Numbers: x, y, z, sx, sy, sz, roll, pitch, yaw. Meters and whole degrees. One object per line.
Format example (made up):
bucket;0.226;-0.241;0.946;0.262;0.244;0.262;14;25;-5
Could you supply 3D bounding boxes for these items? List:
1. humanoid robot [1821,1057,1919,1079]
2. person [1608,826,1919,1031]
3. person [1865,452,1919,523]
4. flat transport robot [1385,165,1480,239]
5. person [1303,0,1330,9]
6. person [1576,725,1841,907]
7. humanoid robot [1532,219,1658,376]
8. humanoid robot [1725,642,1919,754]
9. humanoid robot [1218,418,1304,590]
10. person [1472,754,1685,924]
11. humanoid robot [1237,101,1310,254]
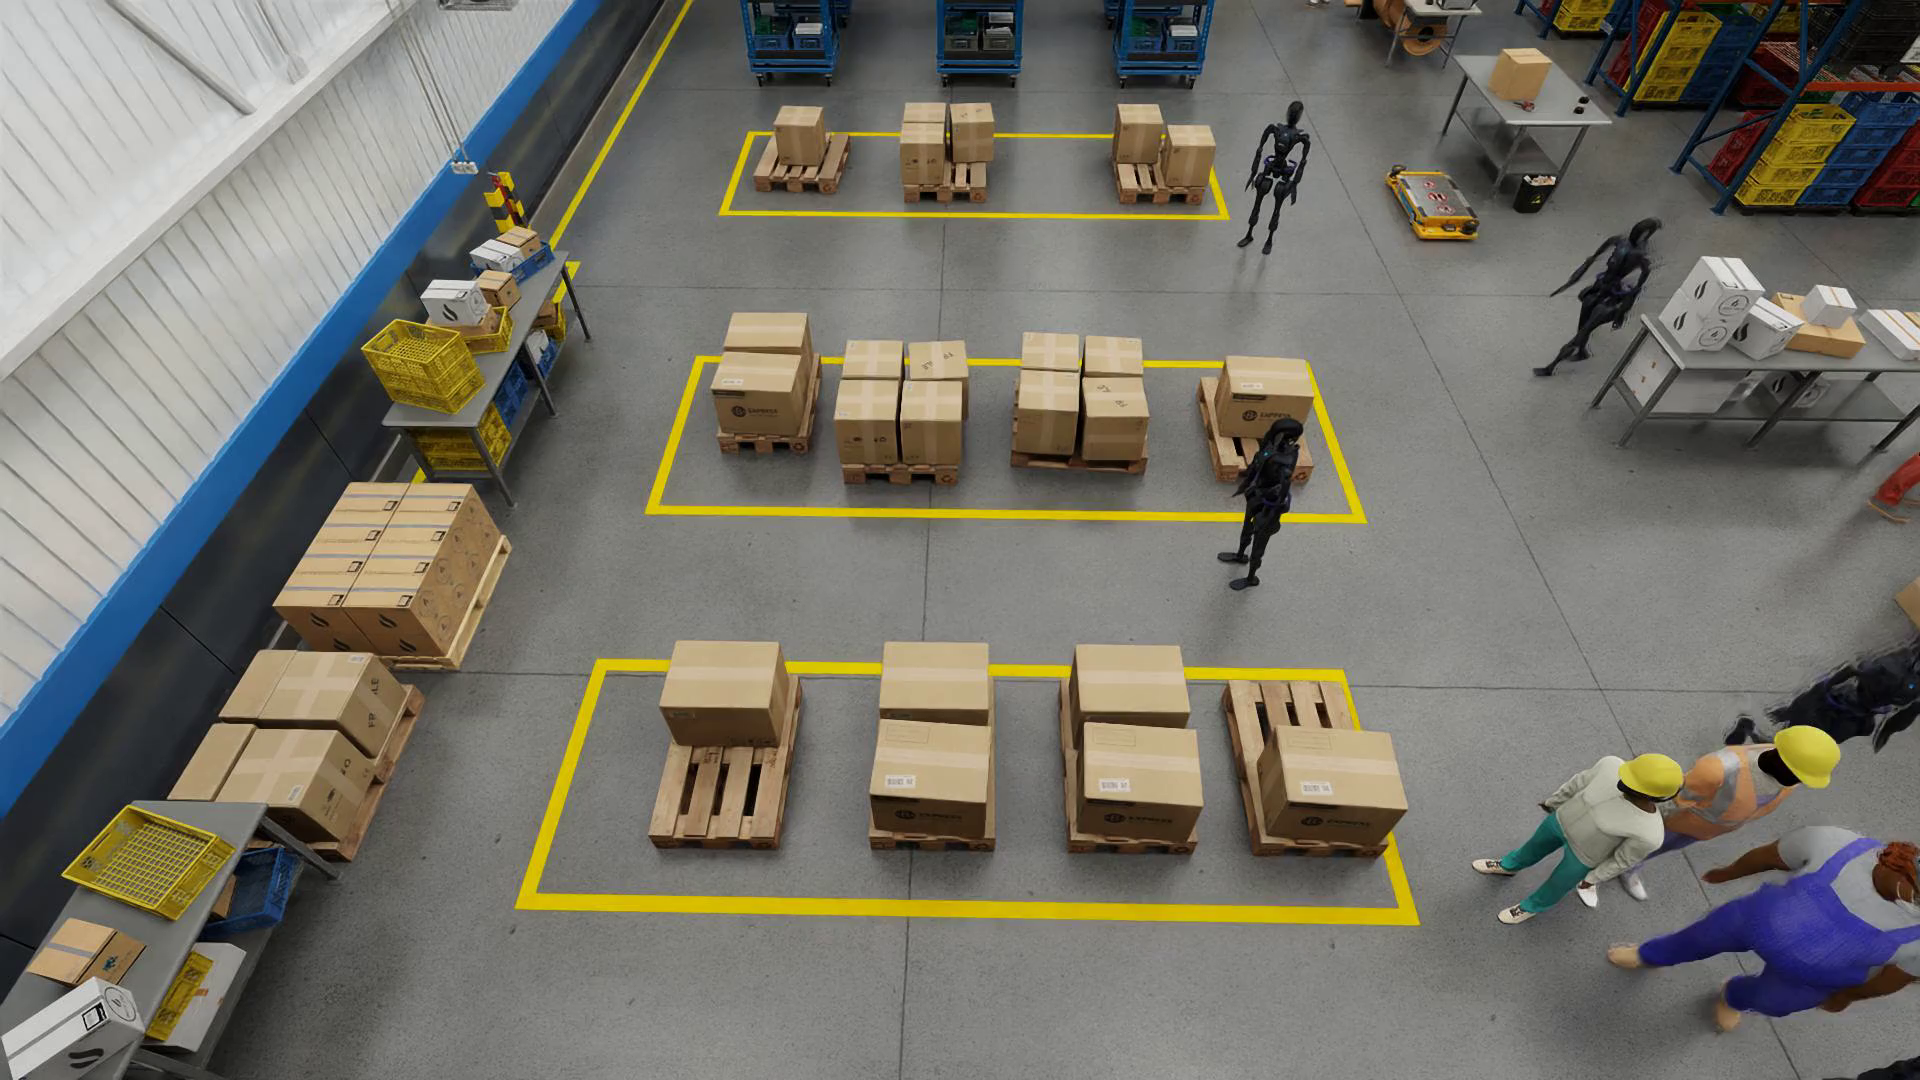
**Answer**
humanoid robot;4.504;2.683;4.278;0.593;1.651;0.345;24;53;19
person;4.214;1.979;4.650;0.535;2.000;0.775;-17;51;-14
person;8.071;-0.941;7.218;0.621;1.979;0.420;-33;57;-25
flat transport robot;5.692;-4.094;11.059;0.652;0.197;1.431;1;49;1
person;6.044;-9.662;14.829;0.579;1.882;0.352;-12;50;-10
person;4.105;1.552;5.095;0.592;1.922;0.384;-4;49;-4
humanoid robot;6.017;-2.278;8.604;0.766;1.623;0.561;-9;50;-8
humanoid robot;5.458;1.064;5.682;0.595;1.647;0.462;9;50;8
humanoid robot;2.246;-0.260;6.817;0.318;1.657;0.603;-3;49;-3
person;3.435;1.660;5.104;0.313;1.769;0.523;-4;49;-3
humanoid robot;3.438;-3.937;9.998;0.589;1.660;0.327;25;53;20
